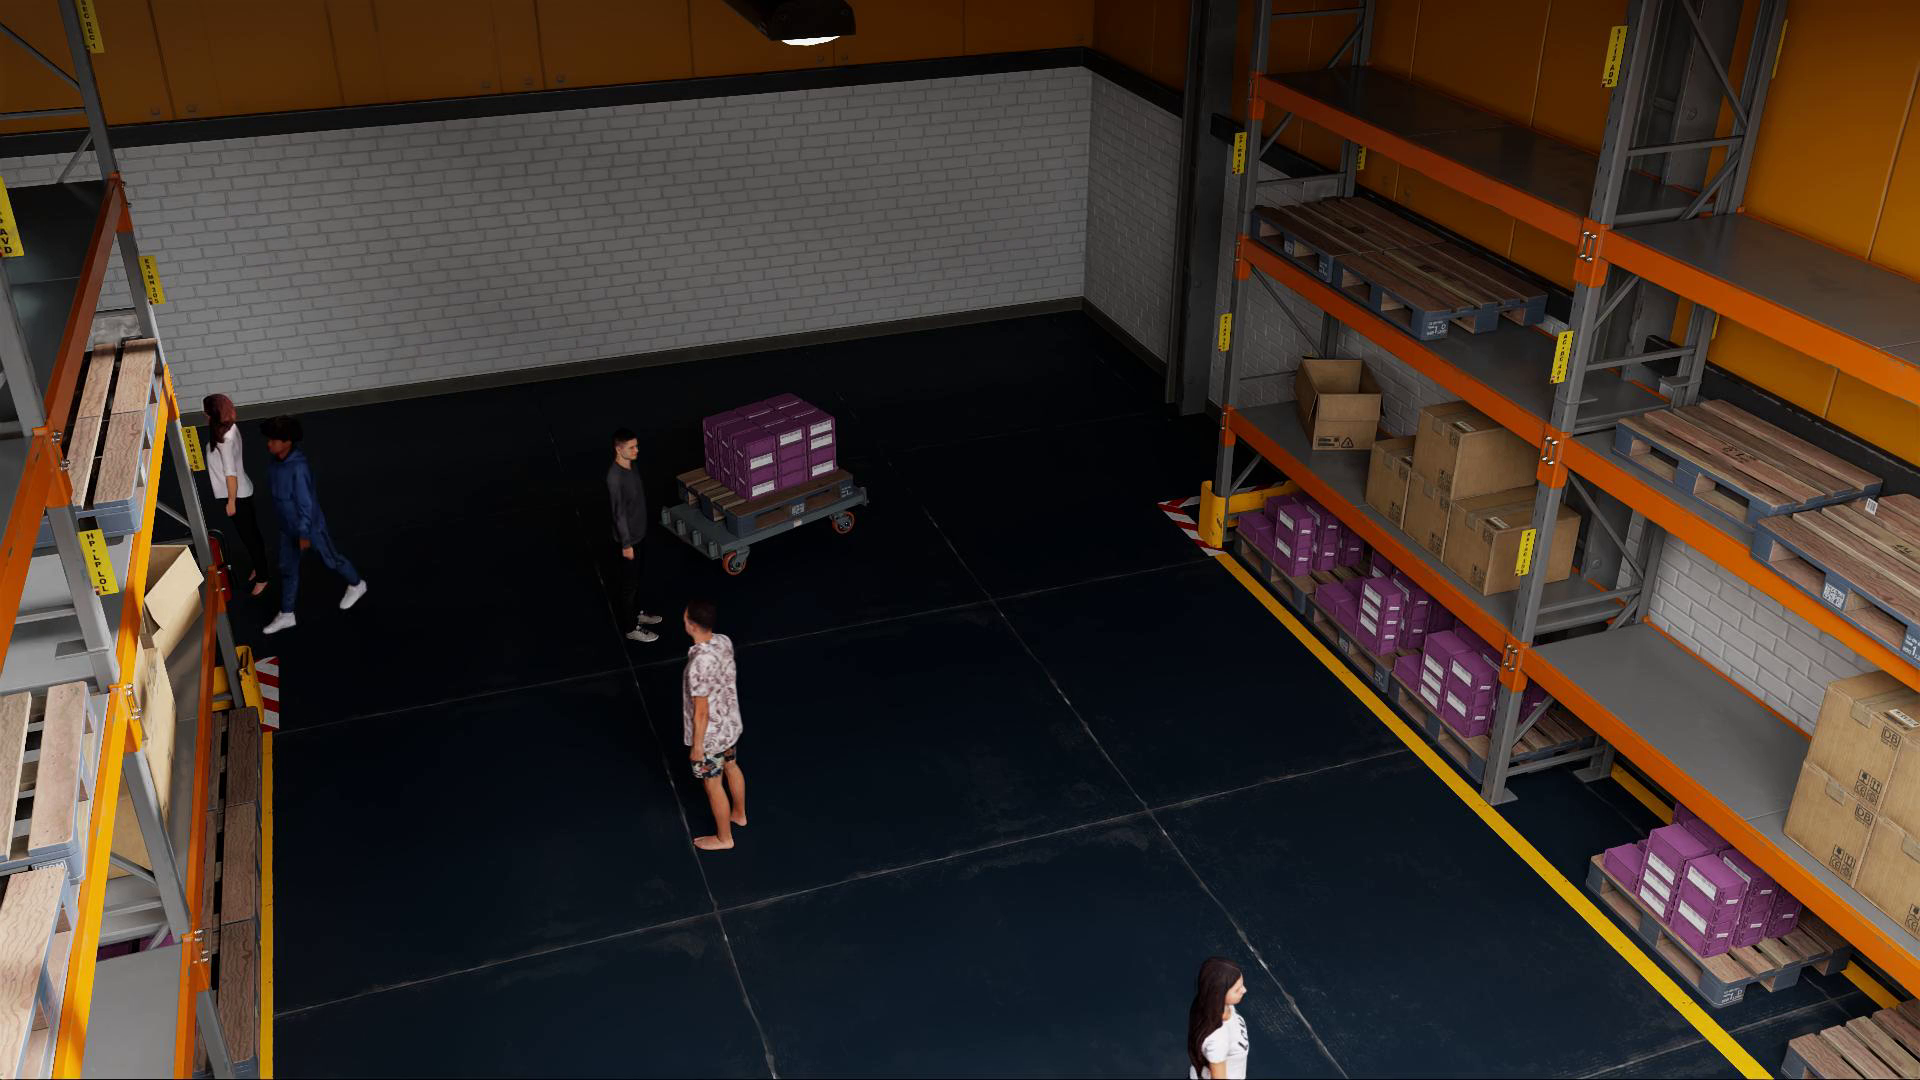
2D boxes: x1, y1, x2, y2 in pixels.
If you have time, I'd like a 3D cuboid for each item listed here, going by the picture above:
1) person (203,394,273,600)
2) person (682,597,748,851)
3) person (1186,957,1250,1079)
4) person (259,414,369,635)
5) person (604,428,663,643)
[{"bbox_3d":[-5.877,-0.369,13.554,0.669,1.795,0.462,-12,31,-20],"label":"person"},{"bbox_3d":[-1.583,1.178,10.698,0.810,1.814,0.714,9,30,15],"label":"person"},{"bbox_3d":[1.182,2.695,7.960,0.723,1.774,0.586,1,29,3],"label":"person"},{"bbox_3d":[-5.148,-0.169,13.204,1.196,1.780,1.119,22,36,35],"label":"person"},{"bbox_3d":[-2.593,-0.058,13.017,0.747,1.764,0.606,0,29,1],"label":"person"}]
